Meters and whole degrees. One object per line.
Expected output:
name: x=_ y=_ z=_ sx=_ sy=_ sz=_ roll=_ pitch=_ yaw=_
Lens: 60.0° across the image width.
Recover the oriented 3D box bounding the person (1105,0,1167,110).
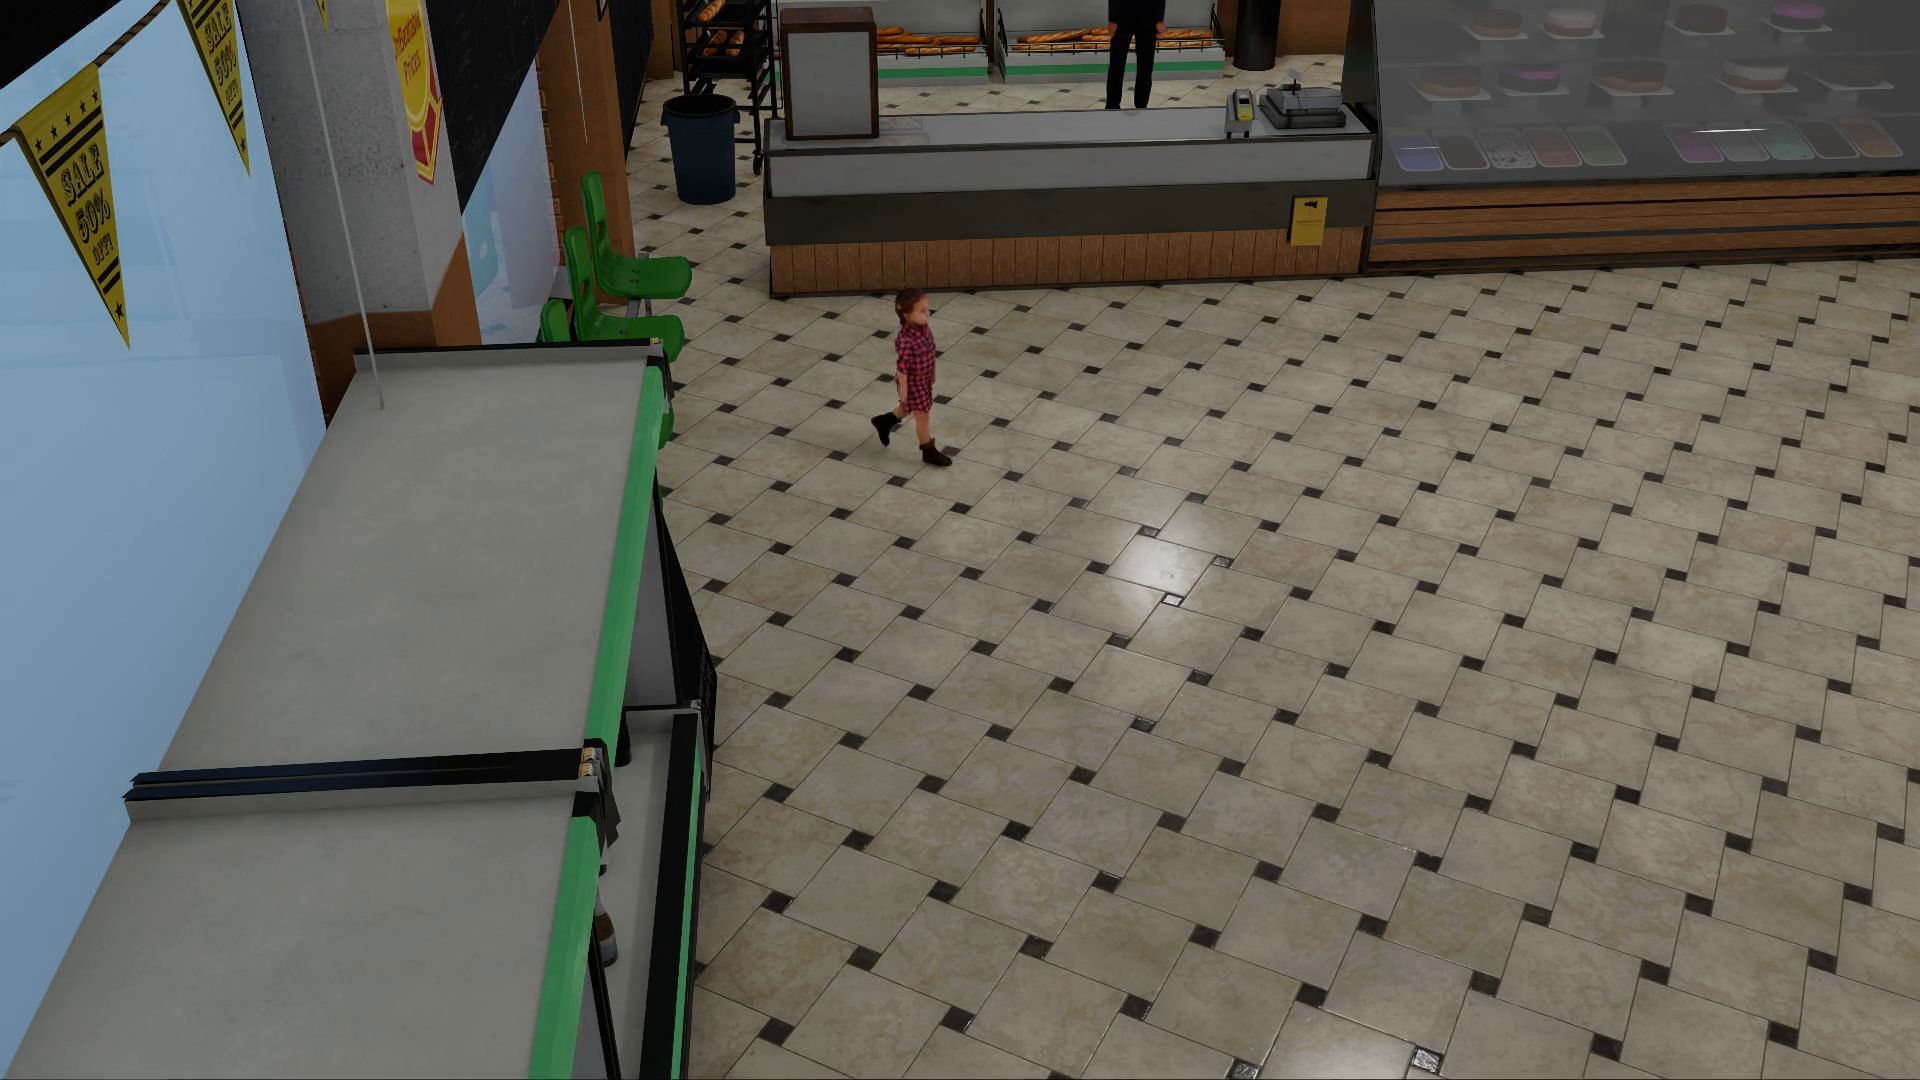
person: x=1.430 y=-4.246 z=13.478 sx=0.635 sy=1.867 sz=0.586 roll=-1 pitch=32 yaw=-2

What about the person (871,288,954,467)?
person: x=-0.269 y=-0.884 z=8.886 sx=0.676 sy=1.011 sz=0.707 roll=14 pitch=34 yaw=21
